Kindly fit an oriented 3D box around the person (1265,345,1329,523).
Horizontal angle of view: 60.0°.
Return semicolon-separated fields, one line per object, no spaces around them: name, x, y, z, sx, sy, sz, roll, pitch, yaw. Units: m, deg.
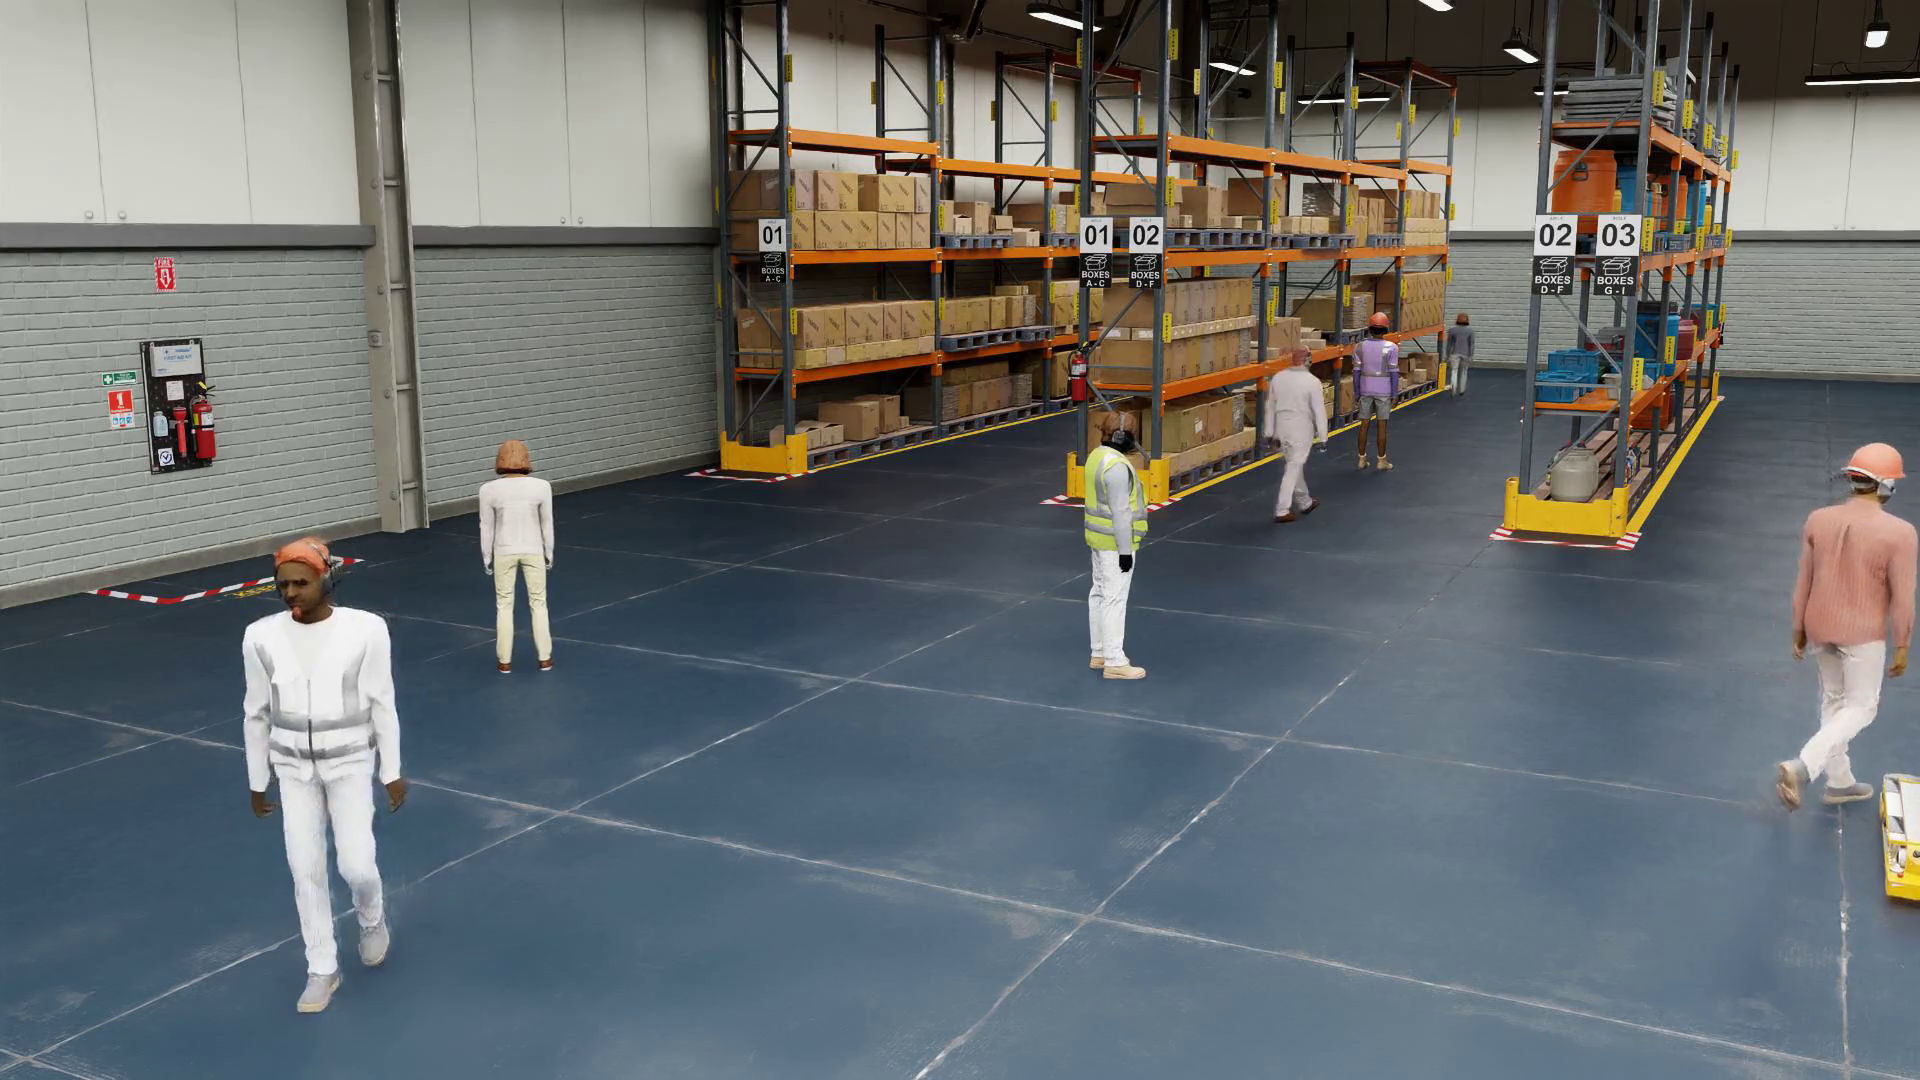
person;3.681;-1.140;17.756;0.948;1.866;0.677;-8;13;-37

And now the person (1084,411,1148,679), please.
person;1.075;0.030;11.479;0.429;1.842;0.626;-2;11;-12

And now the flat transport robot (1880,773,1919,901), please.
flat transport robot;4.836;1.446;8.034;0.652;0.197;1.431;5;12;27

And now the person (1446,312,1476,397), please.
person;9.390;-3.474;31.213;0.506;1.604;0.718;3;11;18

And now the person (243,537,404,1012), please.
person;-2.513;0.908;6.595;0.607;1.870;0.470;-1;10;-3

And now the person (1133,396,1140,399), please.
person;2.961;-2.827;26.754;0.643;1.943;0.690;8;13;36

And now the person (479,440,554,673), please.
person;-3.086;0.116;11.610;0.499;1.626;0.307;-3;11;-17

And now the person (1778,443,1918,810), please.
person;4.596;0.477;8.684;0.785;1.969;0.632;-5;12;-27

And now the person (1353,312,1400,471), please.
person;5.388;-1.913;21.511;0.615;2.044;0.371;8;13;36
